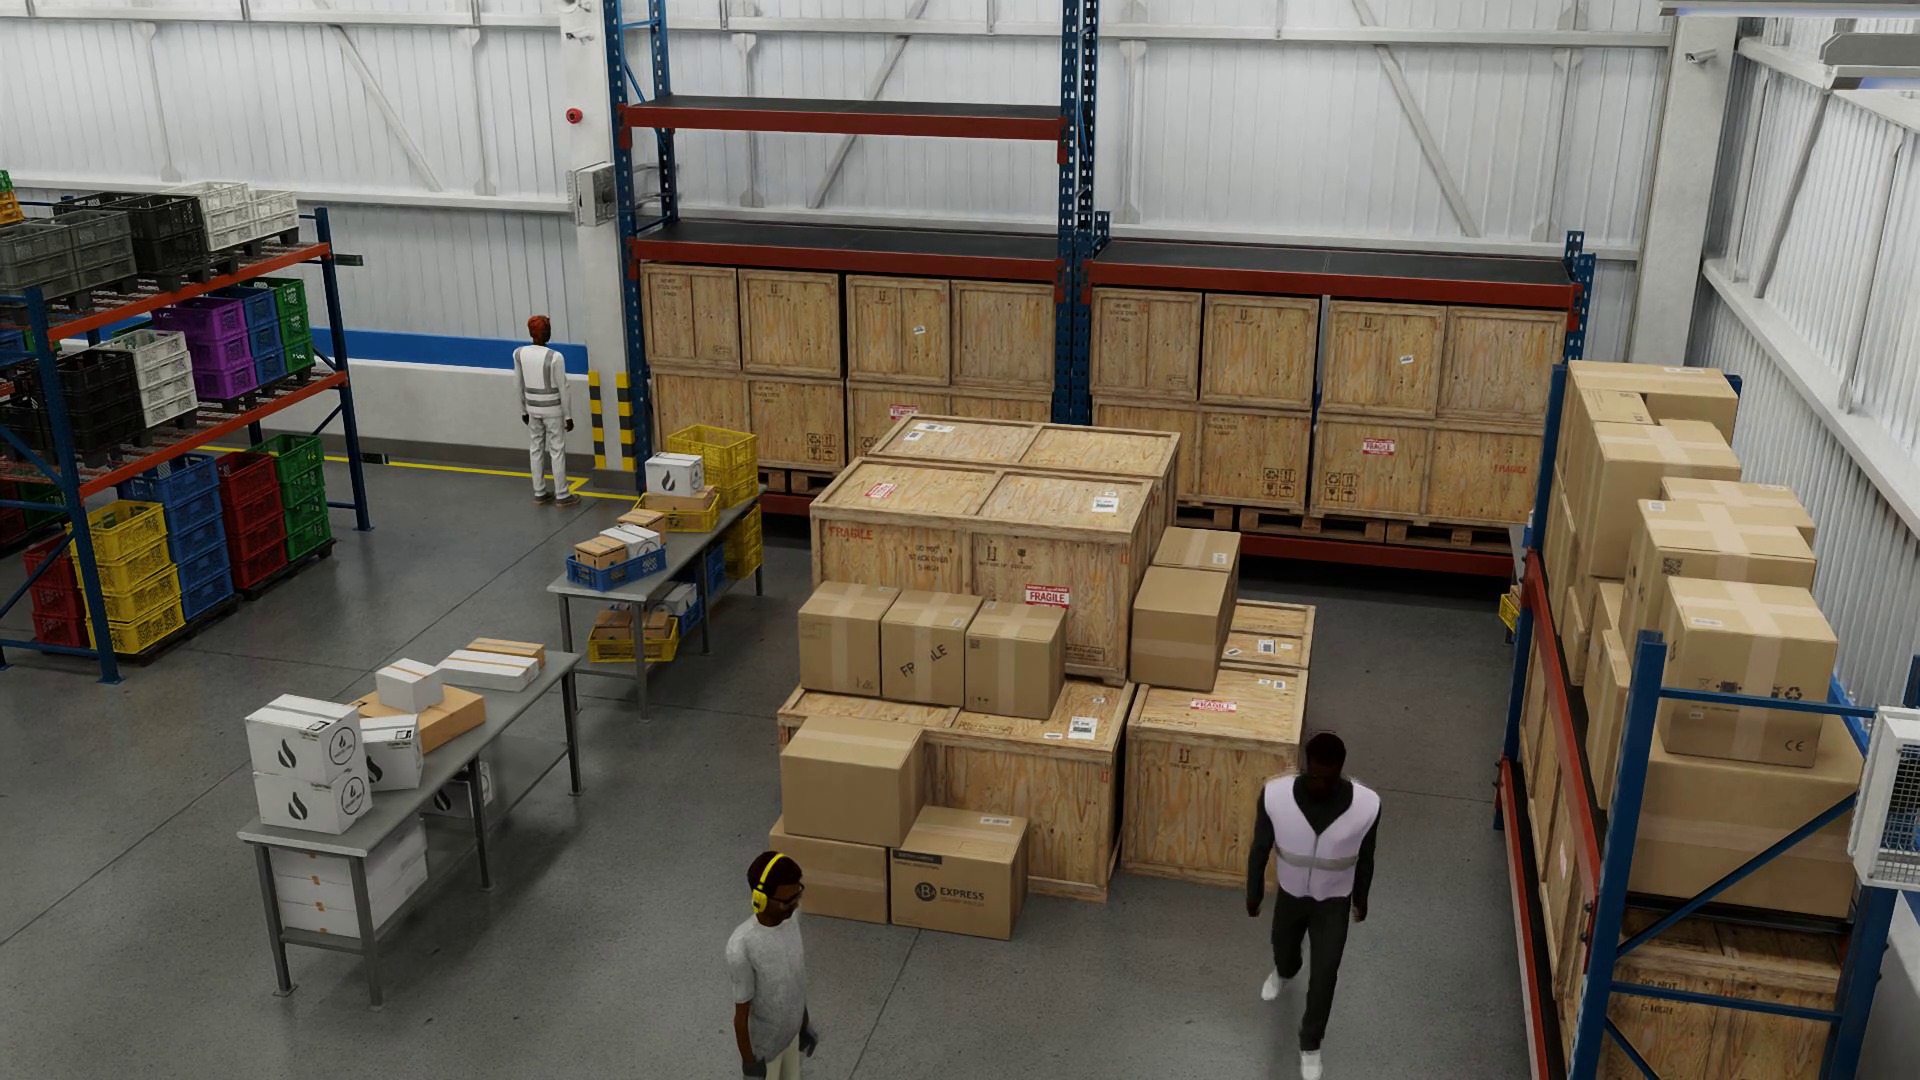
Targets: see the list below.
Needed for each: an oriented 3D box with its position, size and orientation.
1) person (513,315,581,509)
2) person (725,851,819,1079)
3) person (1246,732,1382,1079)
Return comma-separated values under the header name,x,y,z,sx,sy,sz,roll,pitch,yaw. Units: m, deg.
name,x,y,z,sx,sy,sz,roll,pitch,yaw
person,-3.976,-1.232,15.989,0.585,1.881,0.343,8,22,21
person,-0.780,2.163,7.137,0.329,1.865,0.507,9,23,22
person,1.761,1.700,8.347,0.611,1.880,0.779,5,21,13
